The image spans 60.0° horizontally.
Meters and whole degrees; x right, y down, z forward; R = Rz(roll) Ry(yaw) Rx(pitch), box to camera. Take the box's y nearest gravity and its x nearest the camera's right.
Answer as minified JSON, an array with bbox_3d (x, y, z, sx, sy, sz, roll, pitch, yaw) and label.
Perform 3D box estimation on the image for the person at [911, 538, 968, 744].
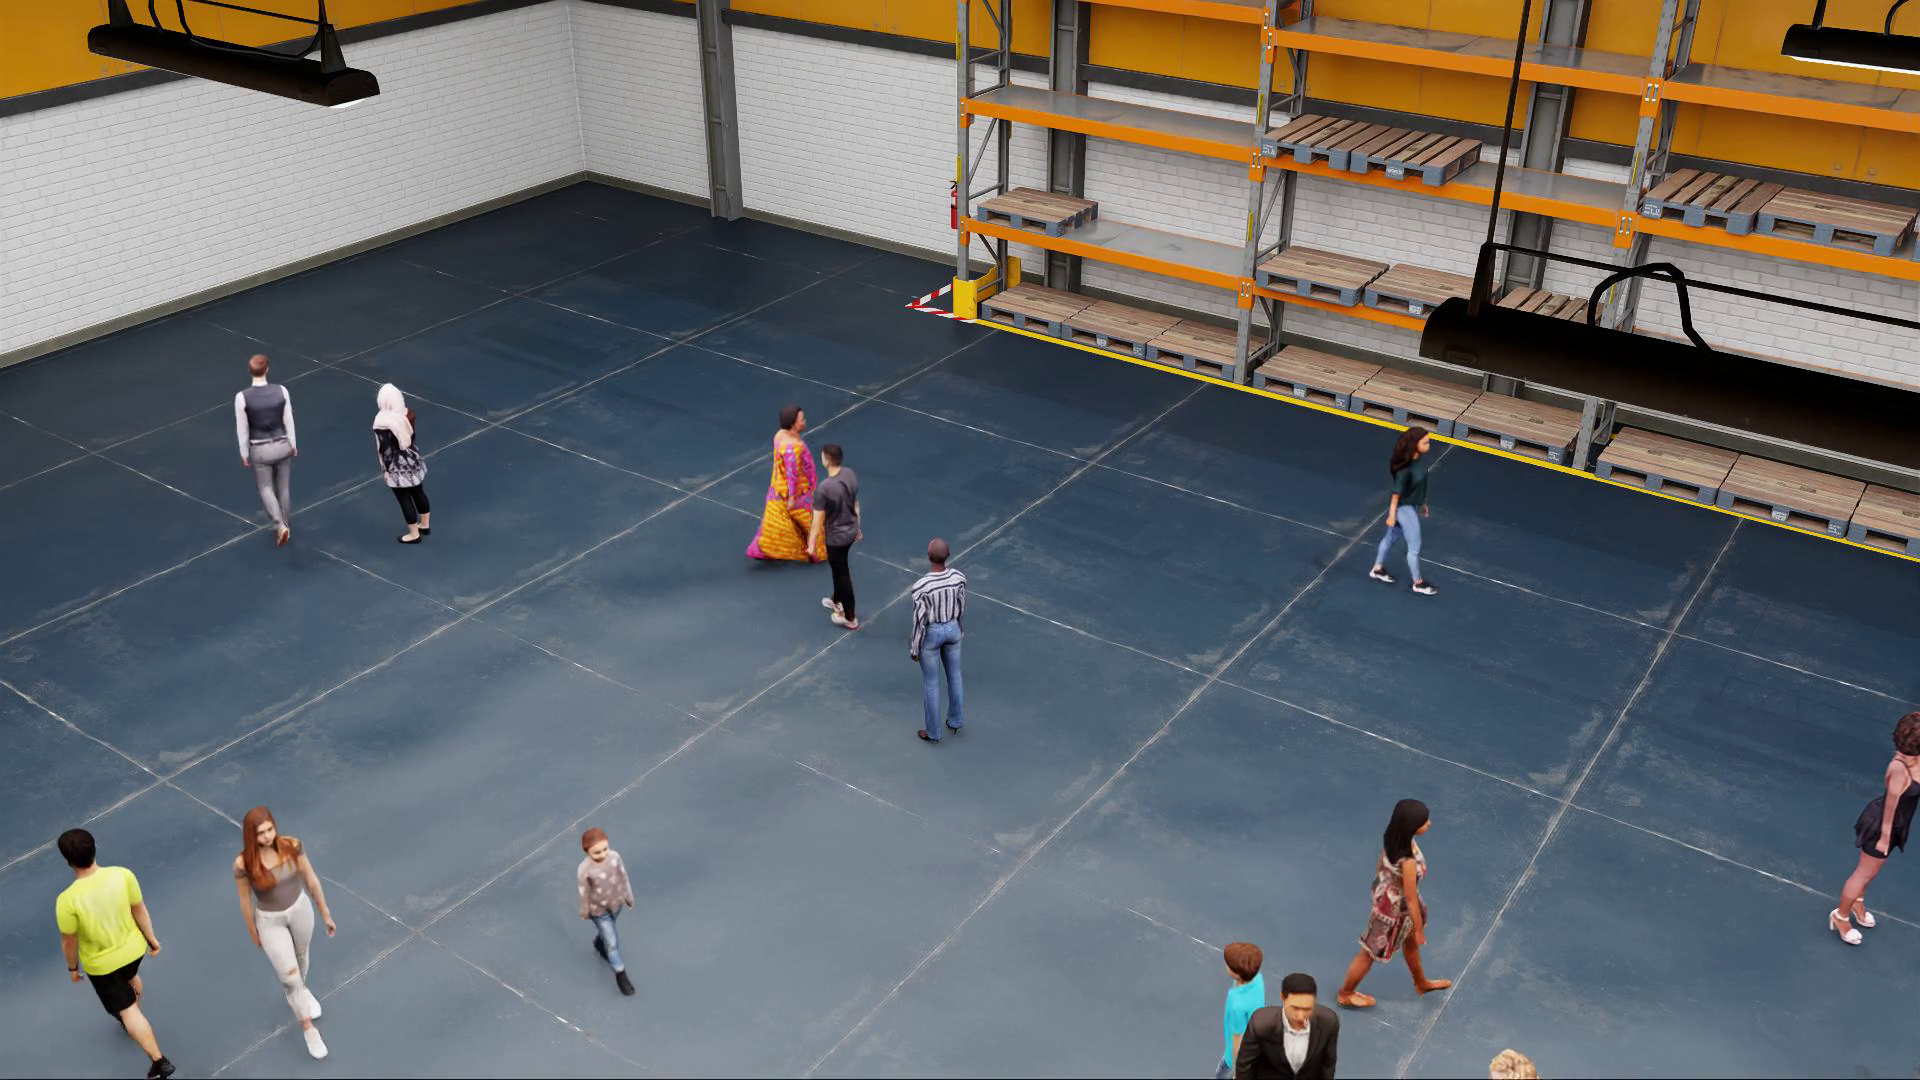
[{"bbox_3d":[-0.155,0.787,12.976,0.688,1.796,0.660,-17,33,-28],"label":"person"}]

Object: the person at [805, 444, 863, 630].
[{"bbox_3d":[-0.985,-0.003,14.471,0.711,1.750,0.662,19,34,31],"label":"person"}]

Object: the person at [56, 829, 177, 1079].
[{"bbox_3d":[-5.026,2.500,9.963,1.100,1.672,0.682,20,34,32],"label":"person"}]

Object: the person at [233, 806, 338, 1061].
[{"bbox_3d":[-4.201,2.304,10.288,0.749,1.706,0.985,-24,36,-36],"label":"person"}]

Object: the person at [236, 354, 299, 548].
[{"bbox_3d":[-6.524,-0.820,15.798,0.905,1.913,1.065,-17,33,-28],"label":"person"}]

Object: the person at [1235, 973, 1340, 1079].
[{"bbox_3d":[1.765,2.936,9.094,1.195,1.740,1.149,1,29,2],"label":"person"}]

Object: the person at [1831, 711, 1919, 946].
[{"bbox_3d":[6.104,1.882,10.978,0.551,1.786,0.556,22,35,34],"label":"person"}]

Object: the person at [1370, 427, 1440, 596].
[{"bbox_3d":[3.987,-0.315,15.207,0.911,1.593,0.617,16,32,26],"label":"person"}]

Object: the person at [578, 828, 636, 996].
[{"bbox_3d":[-2.319,2.330,10.796,0.626,1.173,0.858,-21,35,-34],"label":"person"}]

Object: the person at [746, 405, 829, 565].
[{"bbox_3d":[-1.624,-0.503,15.468,1.108,1.673,1.165,-10,30,-17],"label":"person"}]

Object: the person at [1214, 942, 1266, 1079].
[{"bbox_3d":[1.700,2.915,9.466,0.917,1.420,0.511,18,33,29],"label":"person"}]

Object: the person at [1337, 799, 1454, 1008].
[{"bbox_3d":[2.610,2.297,10.392,1.096,1.618,0.963,1,29,2],"label":"person"}]

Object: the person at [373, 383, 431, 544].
[{"bbox_3d":[-5.337,-0.741,15.942,0.681,1.637,0.684,11,31,20],"label":"person"}]
